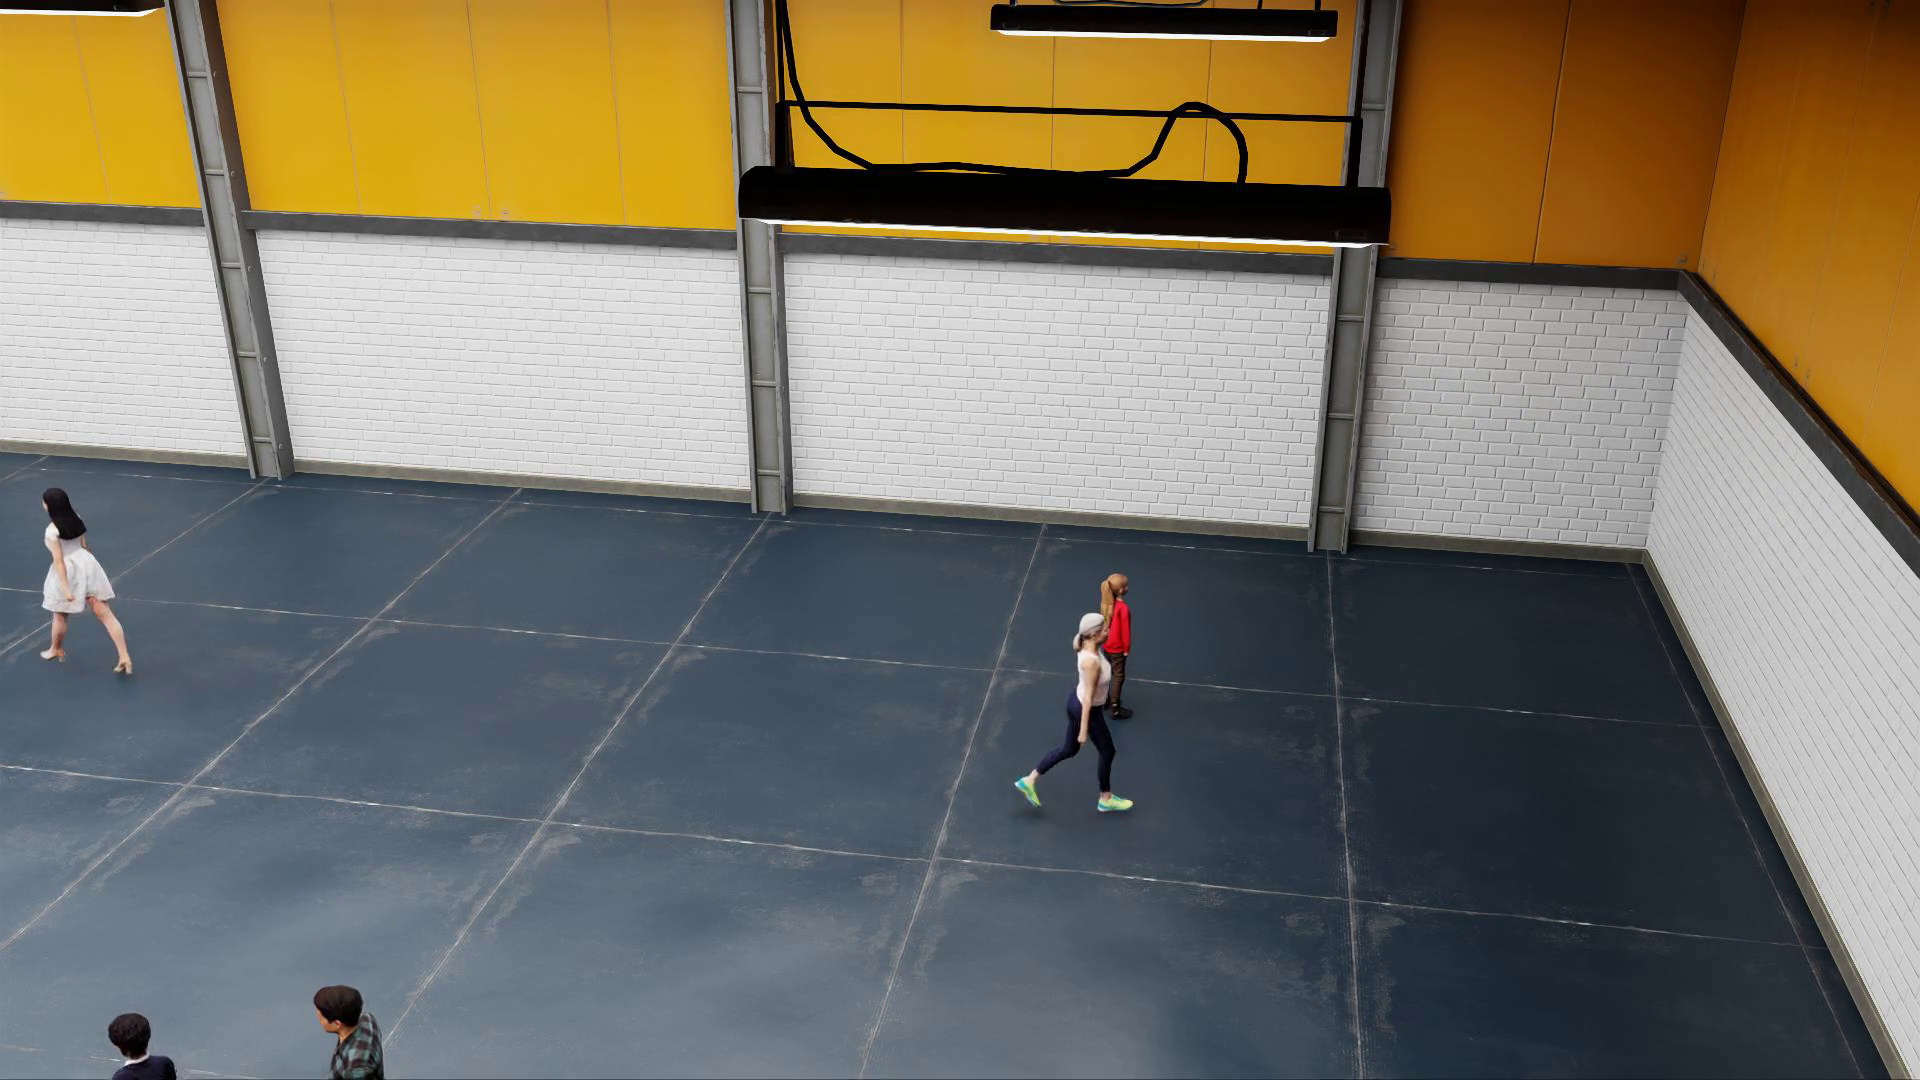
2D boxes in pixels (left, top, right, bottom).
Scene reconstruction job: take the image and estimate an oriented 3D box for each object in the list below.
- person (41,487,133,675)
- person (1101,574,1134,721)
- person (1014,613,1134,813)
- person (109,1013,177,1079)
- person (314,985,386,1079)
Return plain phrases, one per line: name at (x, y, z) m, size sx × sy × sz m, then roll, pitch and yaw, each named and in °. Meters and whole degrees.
person at (-7.601, 0.406, 14.492) m, size 1.206 × 1.719 × 0.725 m, roll 7°, pitch 25°, yaw 16°
person at (1.302, 0.875, 13.964) m, size 0.623 × 1.282 × 0.575 m, roll -11°, pitch 26°, yaw -24°
person at (0.851, 1.329, 12.446) m, size 1.188 × 1.666 × 0.775 m, roll -1°, pitch 24°, yaw -3°
person at (-4.312, 3.121, 8.916) m, size 0.721 × 1.209 × 0.656 m, roll 18°, pitch 30°, yaw 36°
person at (-3.023, 2.958, 8.525) m, size 0.700 × 1.713 × 0.751 m, roll -7°, pitch 25°, yaw -16°
